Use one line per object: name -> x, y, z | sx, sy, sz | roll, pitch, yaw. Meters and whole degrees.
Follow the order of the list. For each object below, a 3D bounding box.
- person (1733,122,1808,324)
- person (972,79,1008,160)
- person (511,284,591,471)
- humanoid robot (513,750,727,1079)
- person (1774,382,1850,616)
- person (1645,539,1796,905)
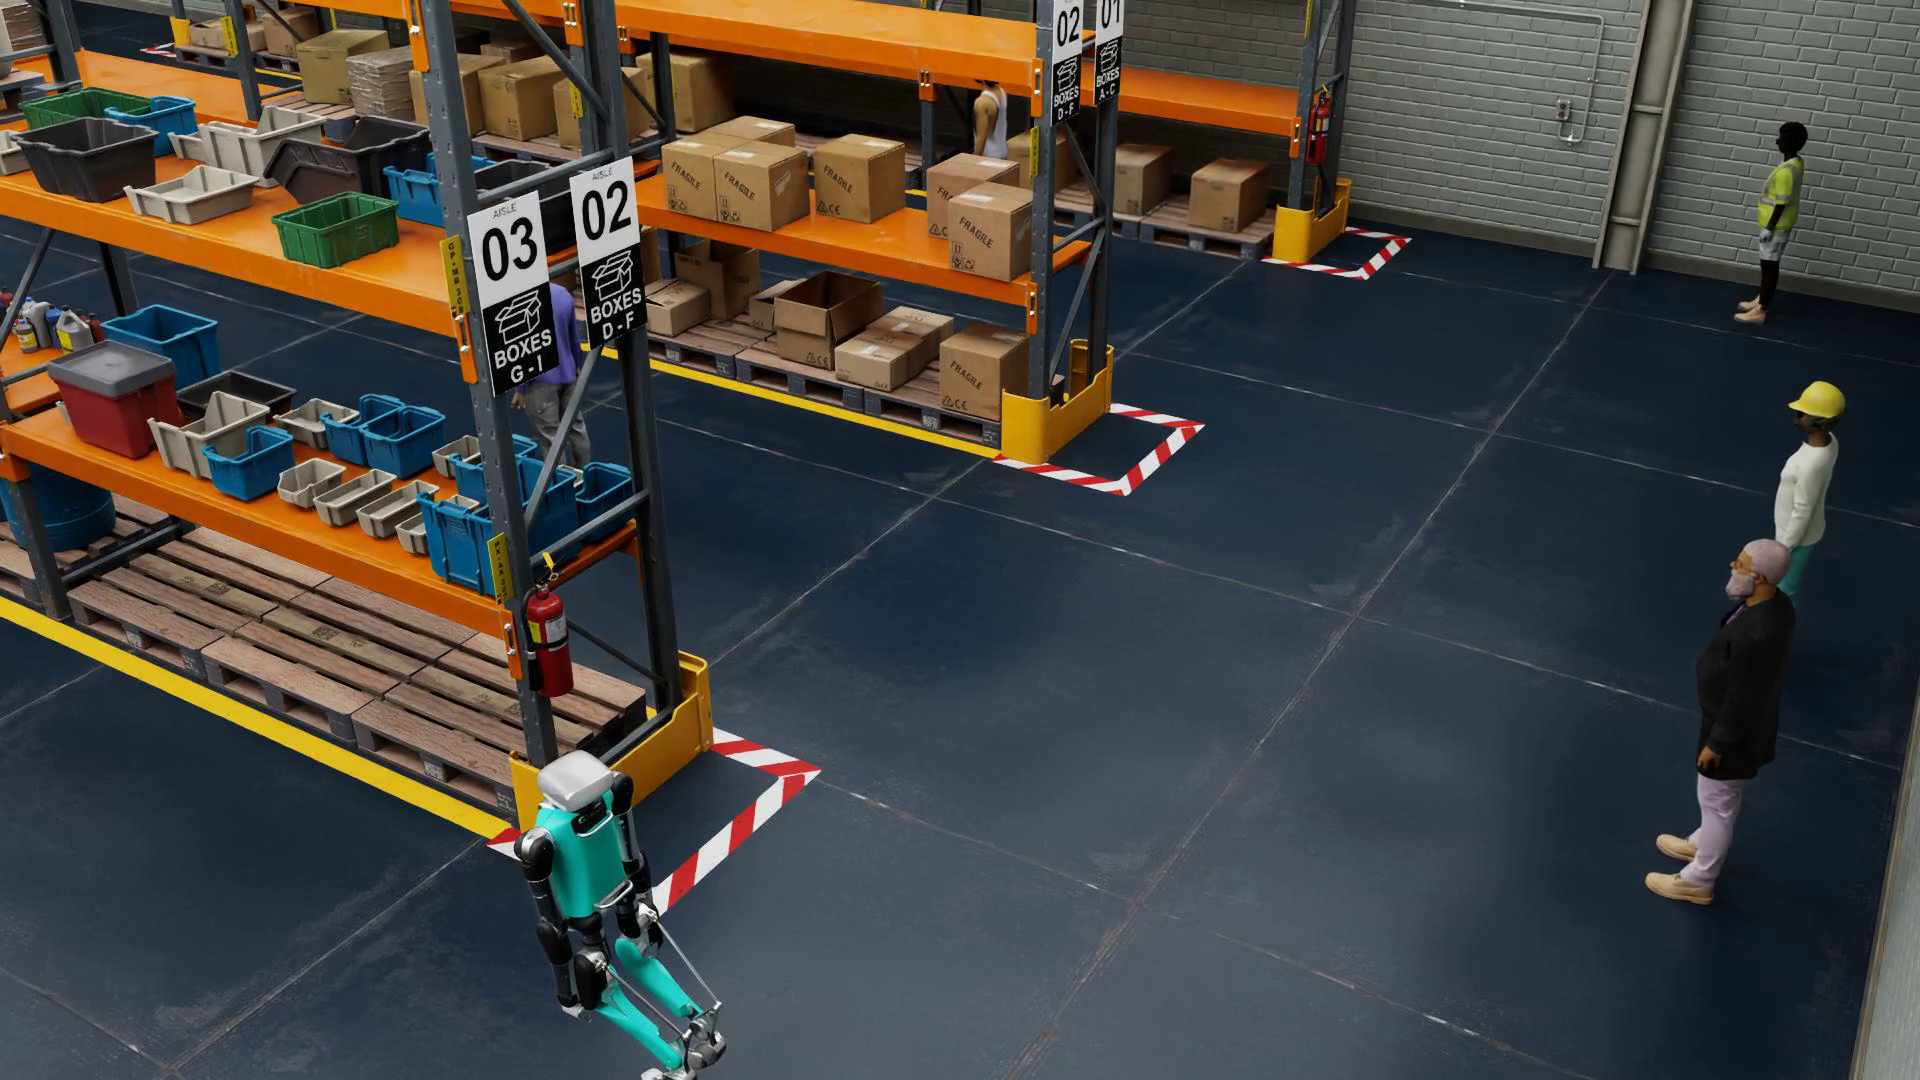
person -> 6.816, -2.647, 13.910 | 0.322, 1.698, 0.535 | 17, 33, 28
person -> 0.231, -3.537, 15.342 | 0.388, 1.863, 0.509 | 17, 33, 28
person -> -2.687, -1.041, 10.930 | 0.397, 1.799, 0.587 | 17, 33, 28
humanoid robot -> -1.170, 1.575, 6.162 | 0.735, 1.677, 0.533 | 16, 33, 27
person -> 4.575, -0.043, 9.172 | 0.329, 1.768, 0.524 | 17, 33, 28
person -> 3.488, 0.831, 7.513 | 0.411, 1.855, 0.530 | 17, 33, 28
